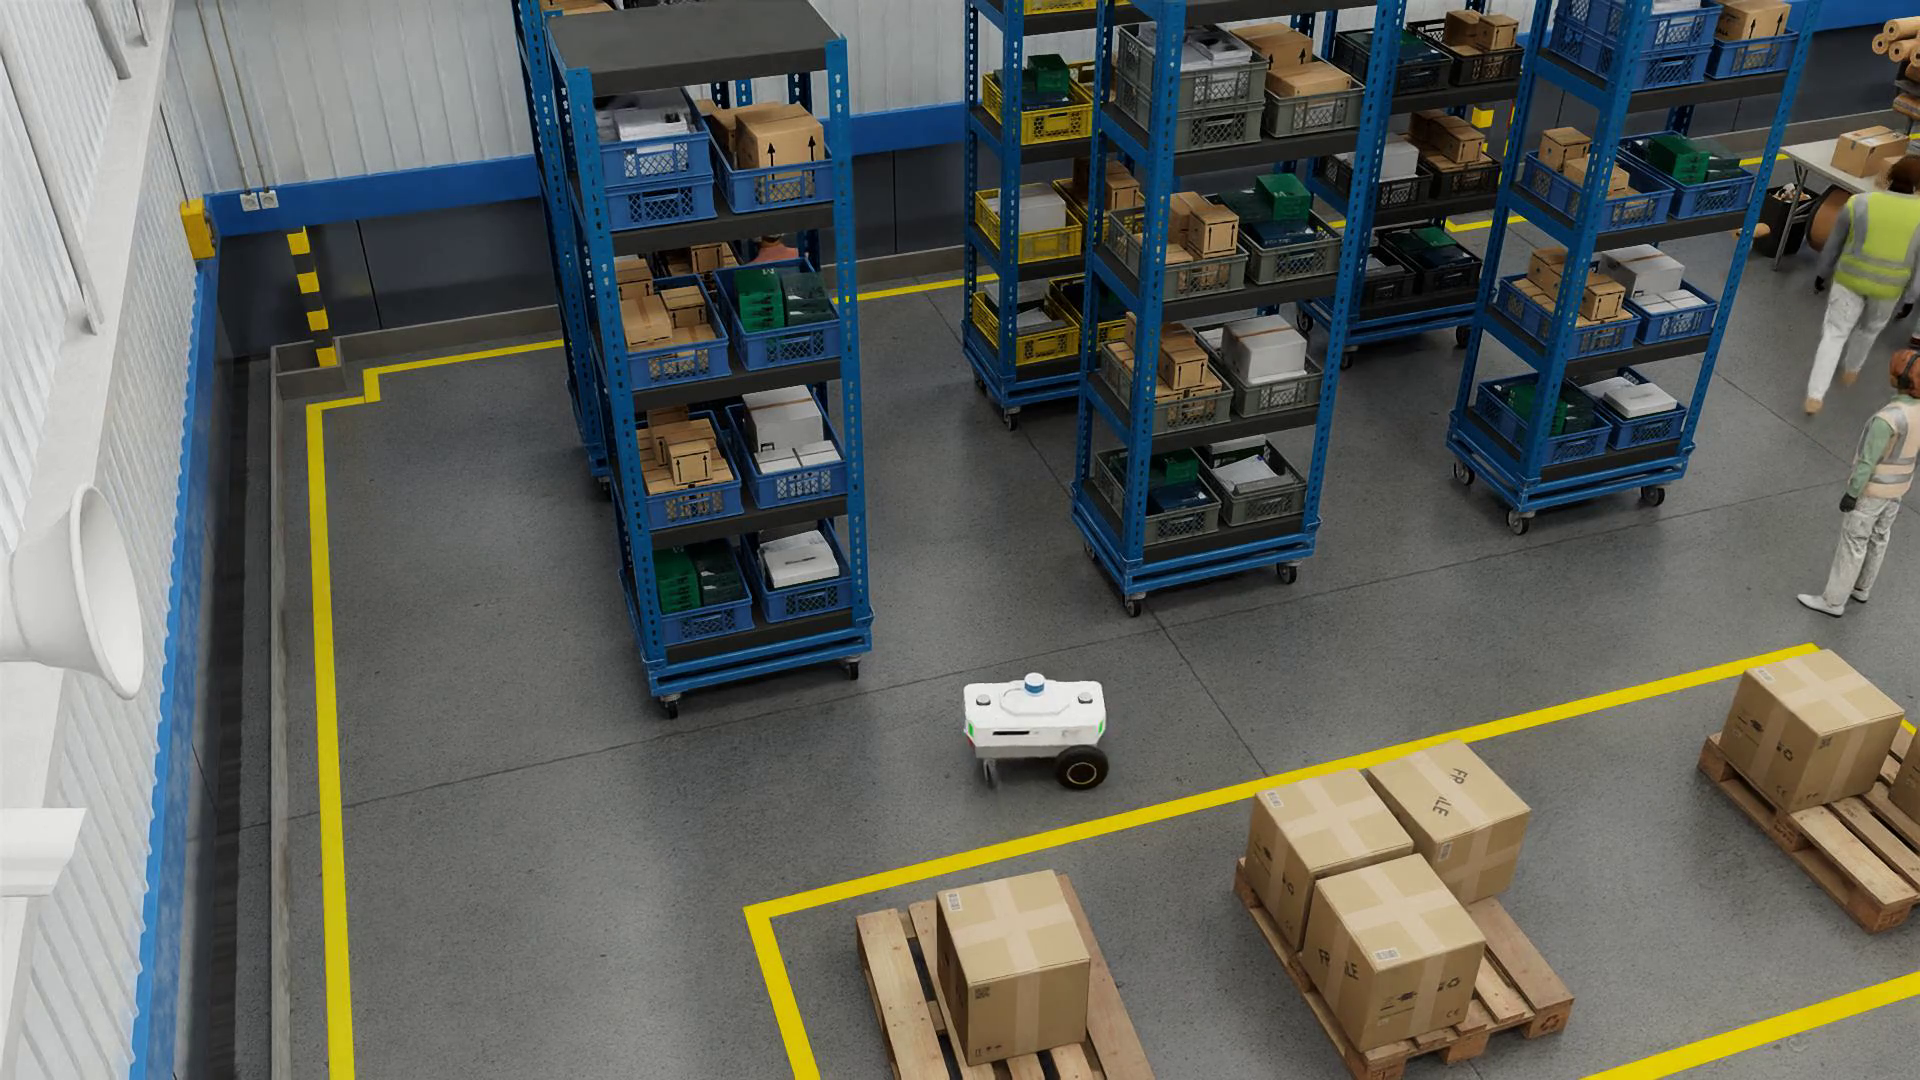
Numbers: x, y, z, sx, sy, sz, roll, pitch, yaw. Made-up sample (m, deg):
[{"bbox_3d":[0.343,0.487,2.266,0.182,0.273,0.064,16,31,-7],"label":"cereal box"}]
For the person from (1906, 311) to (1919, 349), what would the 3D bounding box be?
[{"bbox_3d":[7.127,-2.107,11.598,0.374,1.931,0.626,5,35,7],"label":"person"}]

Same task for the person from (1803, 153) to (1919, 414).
[{"bbox_3d":[6.117,-1.746,11.203,0.640,1.789,0.970,15,38,21],"label":"person"}]

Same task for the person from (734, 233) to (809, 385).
[{"bbox_3d":[-1.128,-1.179,10.232,0.627,1.982,0.403,-28,44,-34],"label":"person"}]

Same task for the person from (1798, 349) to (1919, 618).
[{"bbox_3d":[5.124,-0.308,9.297,0.518,1.632,0.317,-22,41,-28],"label":"person"}]

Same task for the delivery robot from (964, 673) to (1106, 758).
[{"bbox_3d":[0.372,0.890,8.447,0.707,0.478,0.477,-1,35,-1],"label":"delivery robot"}]
